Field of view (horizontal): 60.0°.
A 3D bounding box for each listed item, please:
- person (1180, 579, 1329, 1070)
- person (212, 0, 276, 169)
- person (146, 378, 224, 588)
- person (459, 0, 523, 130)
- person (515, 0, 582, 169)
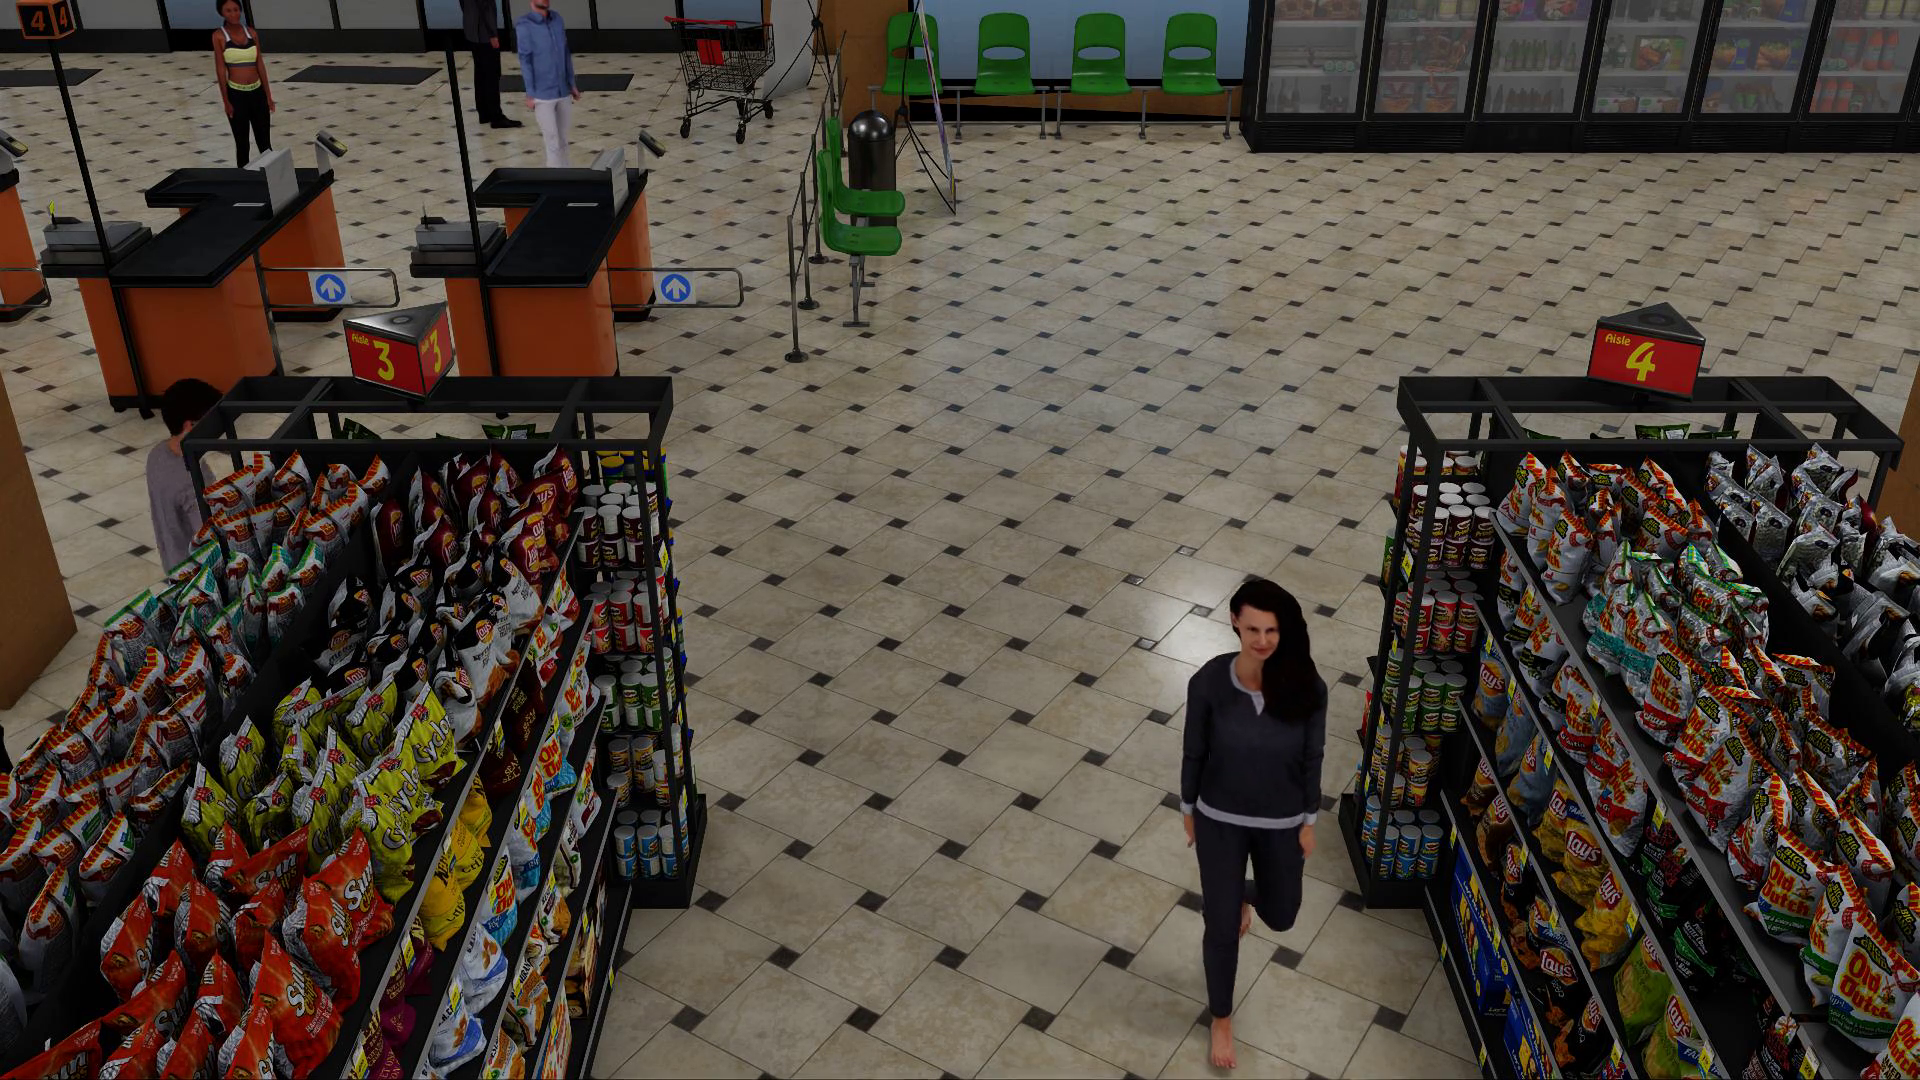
[{"bbox_3d":[0.972,0.887,5.596,0.598,1.751,0.943,1,29,1],"label":"person"},{"bbox_3d":[-6.008,-3.698,13.991,0.640,1.755,0.693,-24,36,-36],"label":"person"},{"bbox_3d":[-3.132,0.253,6.718,1.179,1.789,1.240,-19,34,-30],"label":"person"},{"bbox_3d":[-4.668,-4.988,16.262,0.863,1.842,0.773,-21,35,-33],"label":"person"},{"bbox_3d":[-3.475,-3.788,14.014,0.890,1.889,0.827,18,33,30],"label":"person"}]
